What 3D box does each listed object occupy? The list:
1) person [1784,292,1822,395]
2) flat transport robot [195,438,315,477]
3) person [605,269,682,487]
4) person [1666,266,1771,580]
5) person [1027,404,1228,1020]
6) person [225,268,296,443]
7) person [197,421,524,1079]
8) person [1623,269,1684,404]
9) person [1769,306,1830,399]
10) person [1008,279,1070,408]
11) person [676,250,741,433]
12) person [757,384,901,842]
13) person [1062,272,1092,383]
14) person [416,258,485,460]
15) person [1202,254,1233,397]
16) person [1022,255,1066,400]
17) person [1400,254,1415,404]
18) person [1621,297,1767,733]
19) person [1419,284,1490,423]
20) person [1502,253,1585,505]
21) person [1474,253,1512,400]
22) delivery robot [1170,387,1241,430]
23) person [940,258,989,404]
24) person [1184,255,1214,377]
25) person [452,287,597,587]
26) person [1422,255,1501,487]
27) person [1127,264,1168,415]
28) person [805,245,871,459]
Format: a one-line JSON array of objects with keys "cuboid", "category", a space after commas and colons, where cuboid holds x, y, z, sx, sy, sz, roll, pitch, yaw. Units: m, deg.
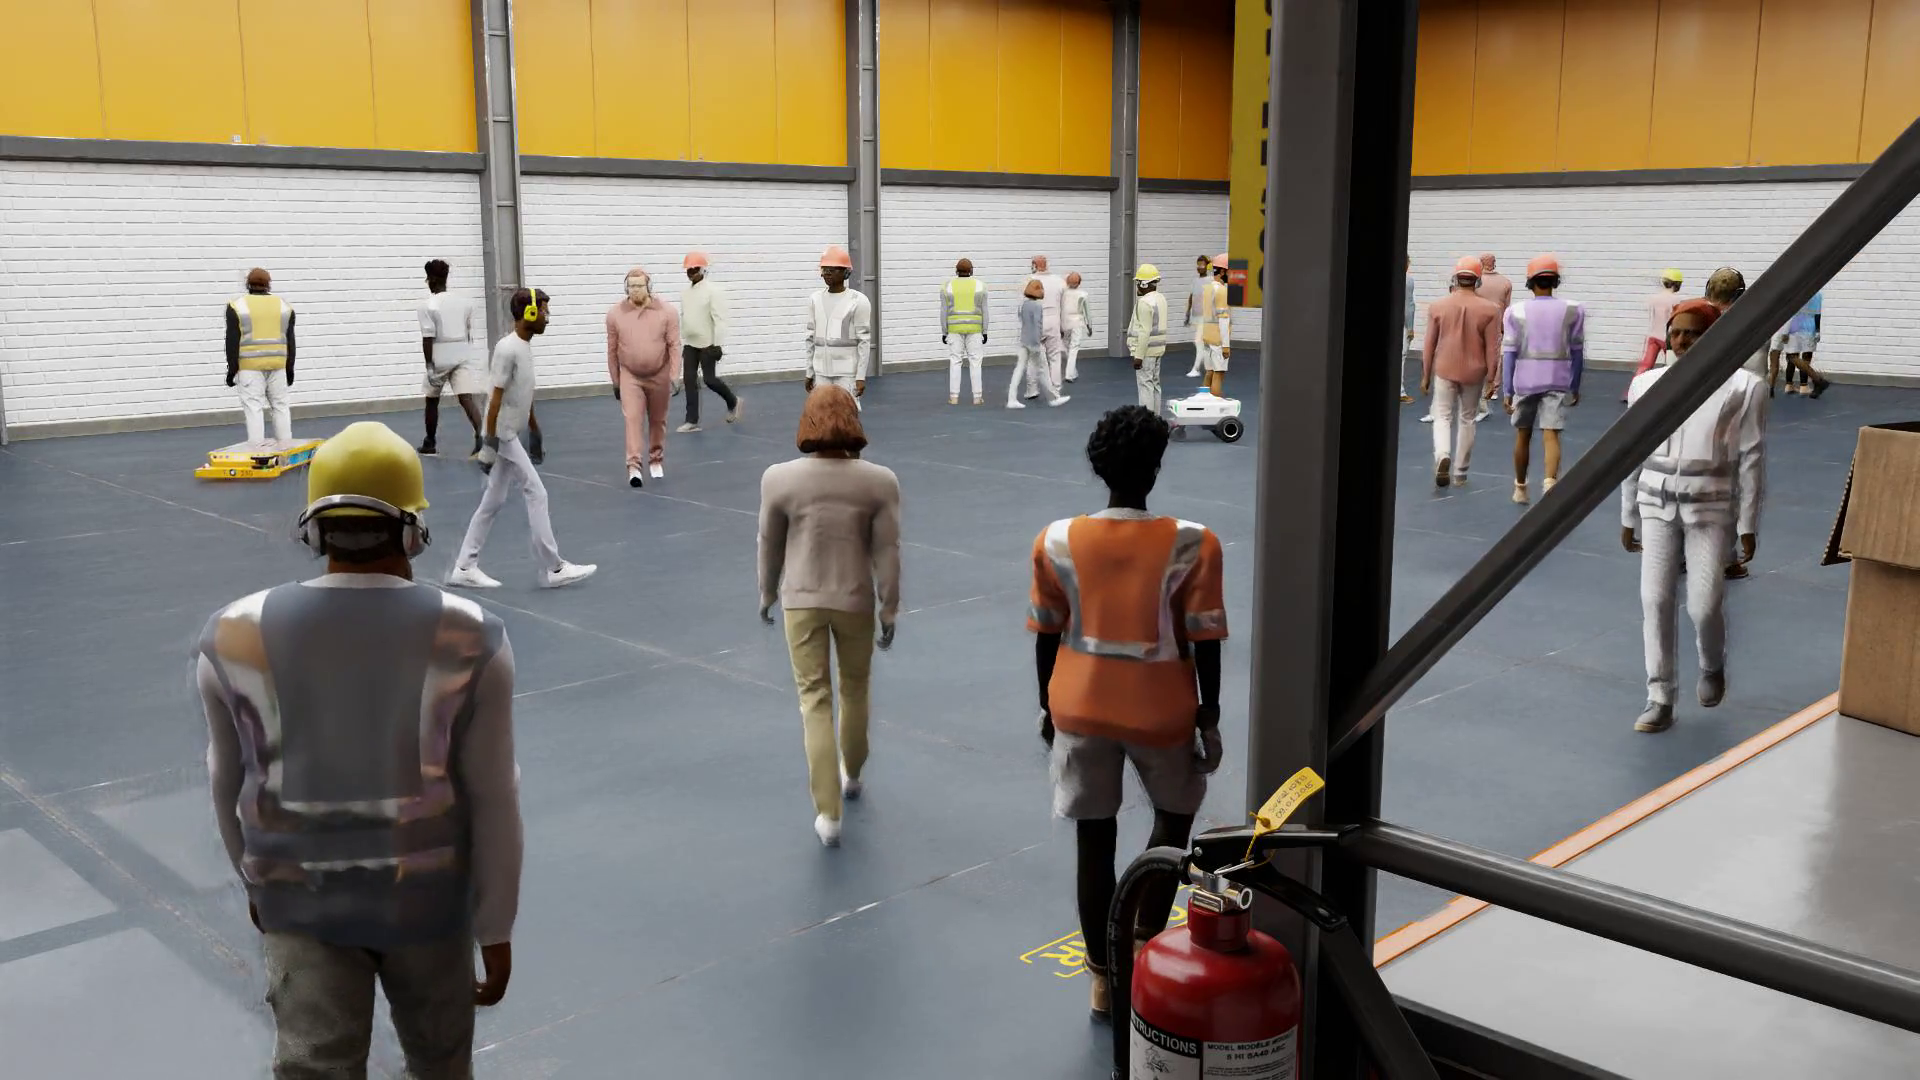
[{"cuboid": [11.329, -2.792, 22.300, 0.316, 1.697, 0.542, -3, 11, -16], "category": "person"}, {"cuboid": [-6.305, -0.756, 15.097, 0.652, 0.197, 1.431, 0, 10, 0], "category": "flat transport robot"}, {"cuboid": [-2.711, -1.396, 14.319, 0.638, 1.844, 1.044, -2, 11, -10], "category": "person"}, {"cuboid": [4.699, -0.721, 10.356, 0.630, 1.940, 0.373, 10, 14, 43], "category": "person"}, {"cuboid": [0.449, 0.474, 4.509, 0.554, 1.681, 0.374, 3, 11, 16], "category": "person"}, {"cuboid": [-6.488, -1.591, 15.438, 0.653, 1.835, 0.431, -9, 14, -42], "category": "person"}, {"cuboid": [-1.129, 0.676, 3.173, 0.583, 1.790, 0.922, -2, 11, -13], "category": "person"}, {"cuboid": [8.743, -2.509, 20.715, 0.928, 1.718, 0.537, -2, 11, -13], "category": "person"}, {"cuboid": [10.876, -2.771, 21.645, 0.886, 1.912, 0.553, 5, 12, 26], "category": "person"}, {"cuboid": [0.945, -2.425, 20.580, 0.842, 1.579, 0.519, -5, 12, -26], "category": "person"}, {"cuboid": [-2.773, -2.170, 18.166, 0.621, 1.970, 0.784, 7, 13, 35], "category": "person"}, {"cuboid": [-0.482, 0.233, 6.069, 0.503, 1.598, 0.799, -2, 11, -9], "category": "person"}, {"cuboid": [1.652, -3.101, 24.279, 0.524, 1.595, 0.880, 4, 11, 19], "category": "person"}, {"cuboid": [-4.857, -1.718, 15.859, 0.998, 1.924, 0.602, 9, 14, 41], "category": "person"}, {"cuboid": [2.890, -2.210, 18.507, 0.373, 1.928, 0.543, -2, 11, -12], "category": "person"}, {"cuboid": [1.064, -2.739, 21.523, 0.685, 1.873, 0.754, -4, 11, -20], "category": "person"}, {"cuboid": [5.551, -2.703, 21.161, 0.371, 1.940, 0.627, -5, 12, -25], "category": "person"}, {"cuboid": [3.148, -0.106, 7.175, 0.589, 1.871, 0.505, 9, 14, 39], "category": "person"}, {"cuboid": [5.720, -2.130, 18.960, 0.846, 1.598, 0.527, -3, 11, -18], "category": "person"}, {"cuboid": [4.481, -1.202, 12.821, 0.612, 2.009, 0.989, 3, 11, 16], "category": "person"}, {"cuboid": [6.771, -2.747, 21.492, 0.643, 1.908, 0.411, -1, 10, -7], "category": "person"}, {"cuboid": [2.546, -1.352, 17.314, 0.707, 0.478, 0.477, 0, 10, -1], "category": "delivery robot"}, {"cuboid": [0.058, -2.634, 21.056, 0.624, 1.844, 0.429, 0, 10, 0], "category": "person"}, {"cuboid": [3.721, -3.422, 25.349, 0.793, 1.843, 0.519, -9, 14, -41], "category": "person"}, {"cuboid": [-2.665, -0.599, 10.032, 0.957, 1.815, 0.549, -2, 11, -9], "category": "person"}, {"cuboid": [4.205, -1.403, 13.989, 0.624, 1.970, 0.771, 4, 11, 19], "category": "person"}, {"cuboid": [1.964, -1.987, 17.546, 0.404, 1.831, 0.600, 5, 11, 25], "category": "person"}, {"cuboid": [-1.029, -1.404, 13.783, 0.607, 2.048, 0.365, 5, 12, 27], "category": "person"}]
